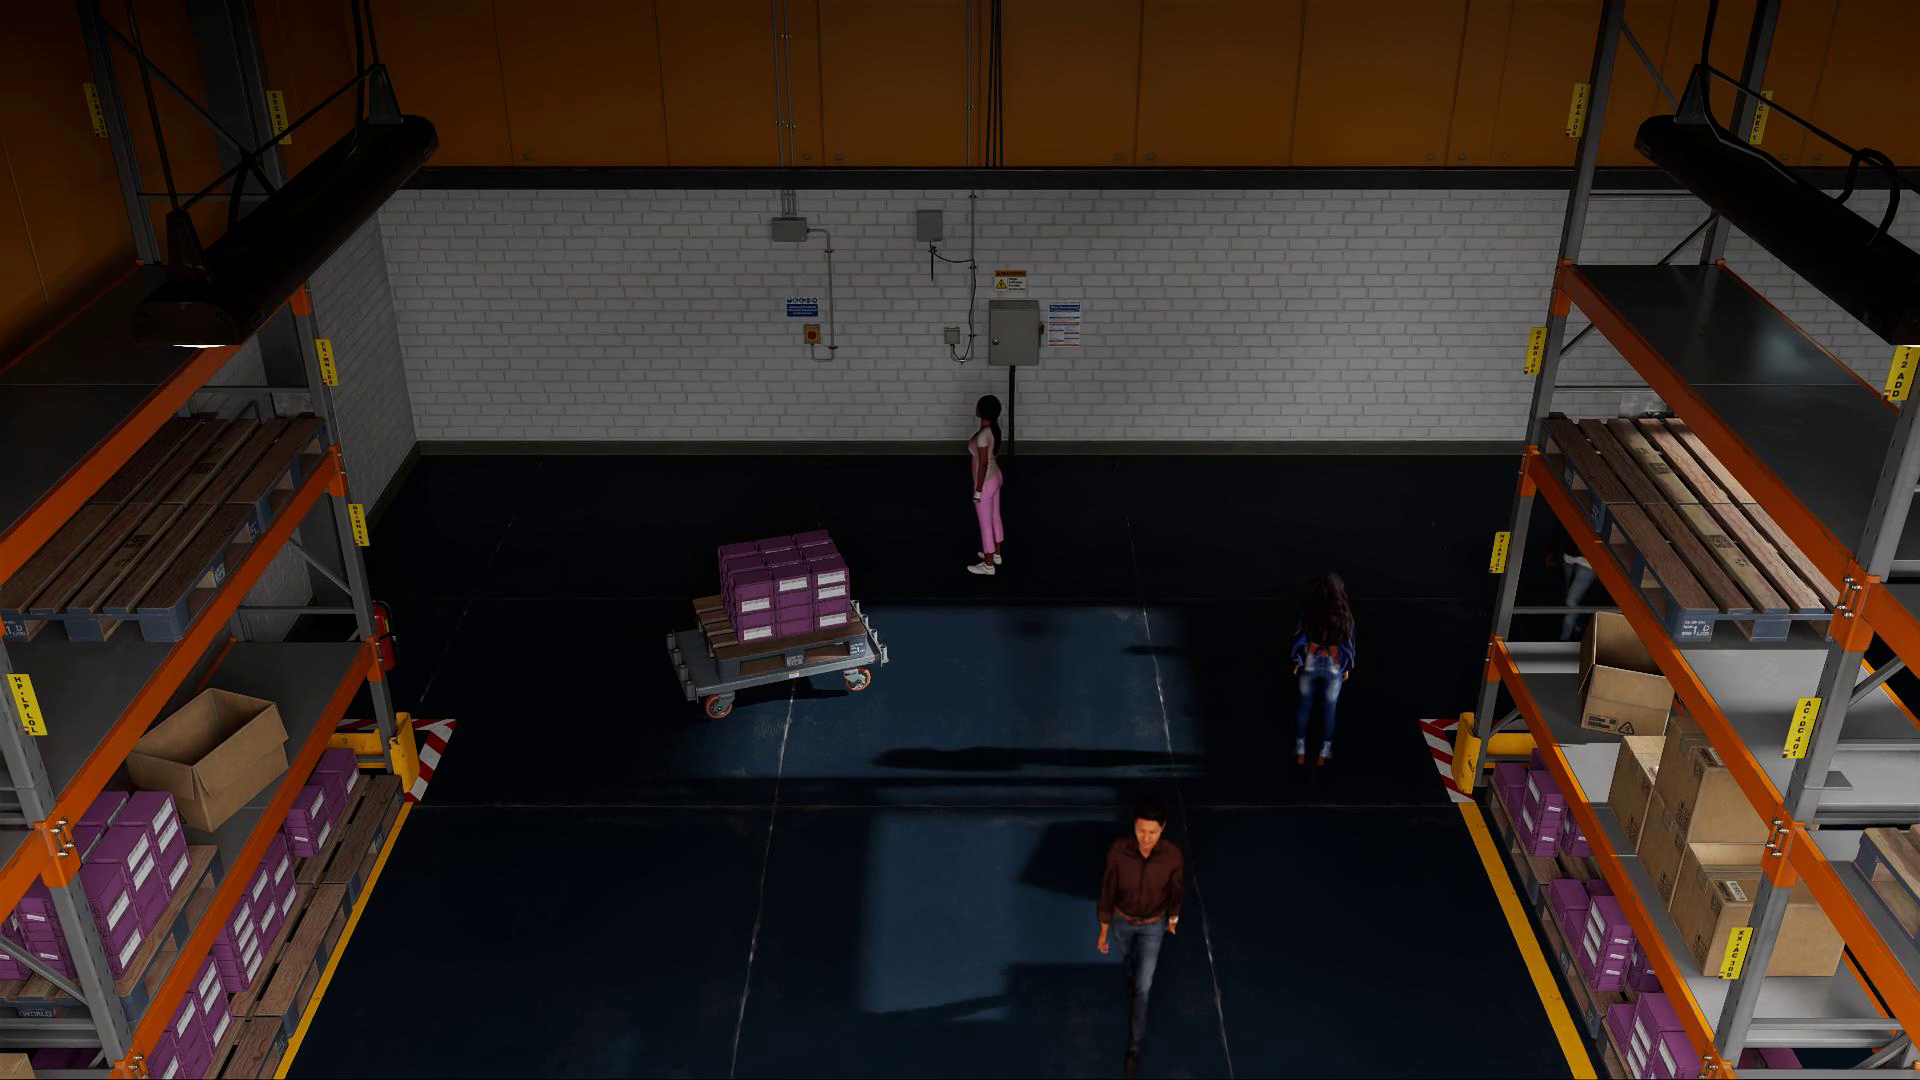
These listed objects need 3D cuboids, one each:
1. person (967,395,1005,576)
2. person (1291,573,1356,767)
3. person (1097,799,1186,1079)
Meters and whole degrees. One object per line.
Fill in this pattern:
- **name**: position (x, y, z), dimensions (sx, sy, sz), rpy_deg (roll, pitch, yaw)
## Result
- **person**: position (0.252, -0.506, 14.955), dimensions (0.709, 1.740, 0.579), rpy_deg (12, 31, 20)
- **person**: position (2.689, 0.964, 12.402), dimensions (0.668, 1.604, 0.630), rpy_deg (7, 29, 13)
- **person**: position (1.067, 2.222, 9.956), dimensions (0.813, 1.737, 1.212), rpy_deg (5, 29, 10)
